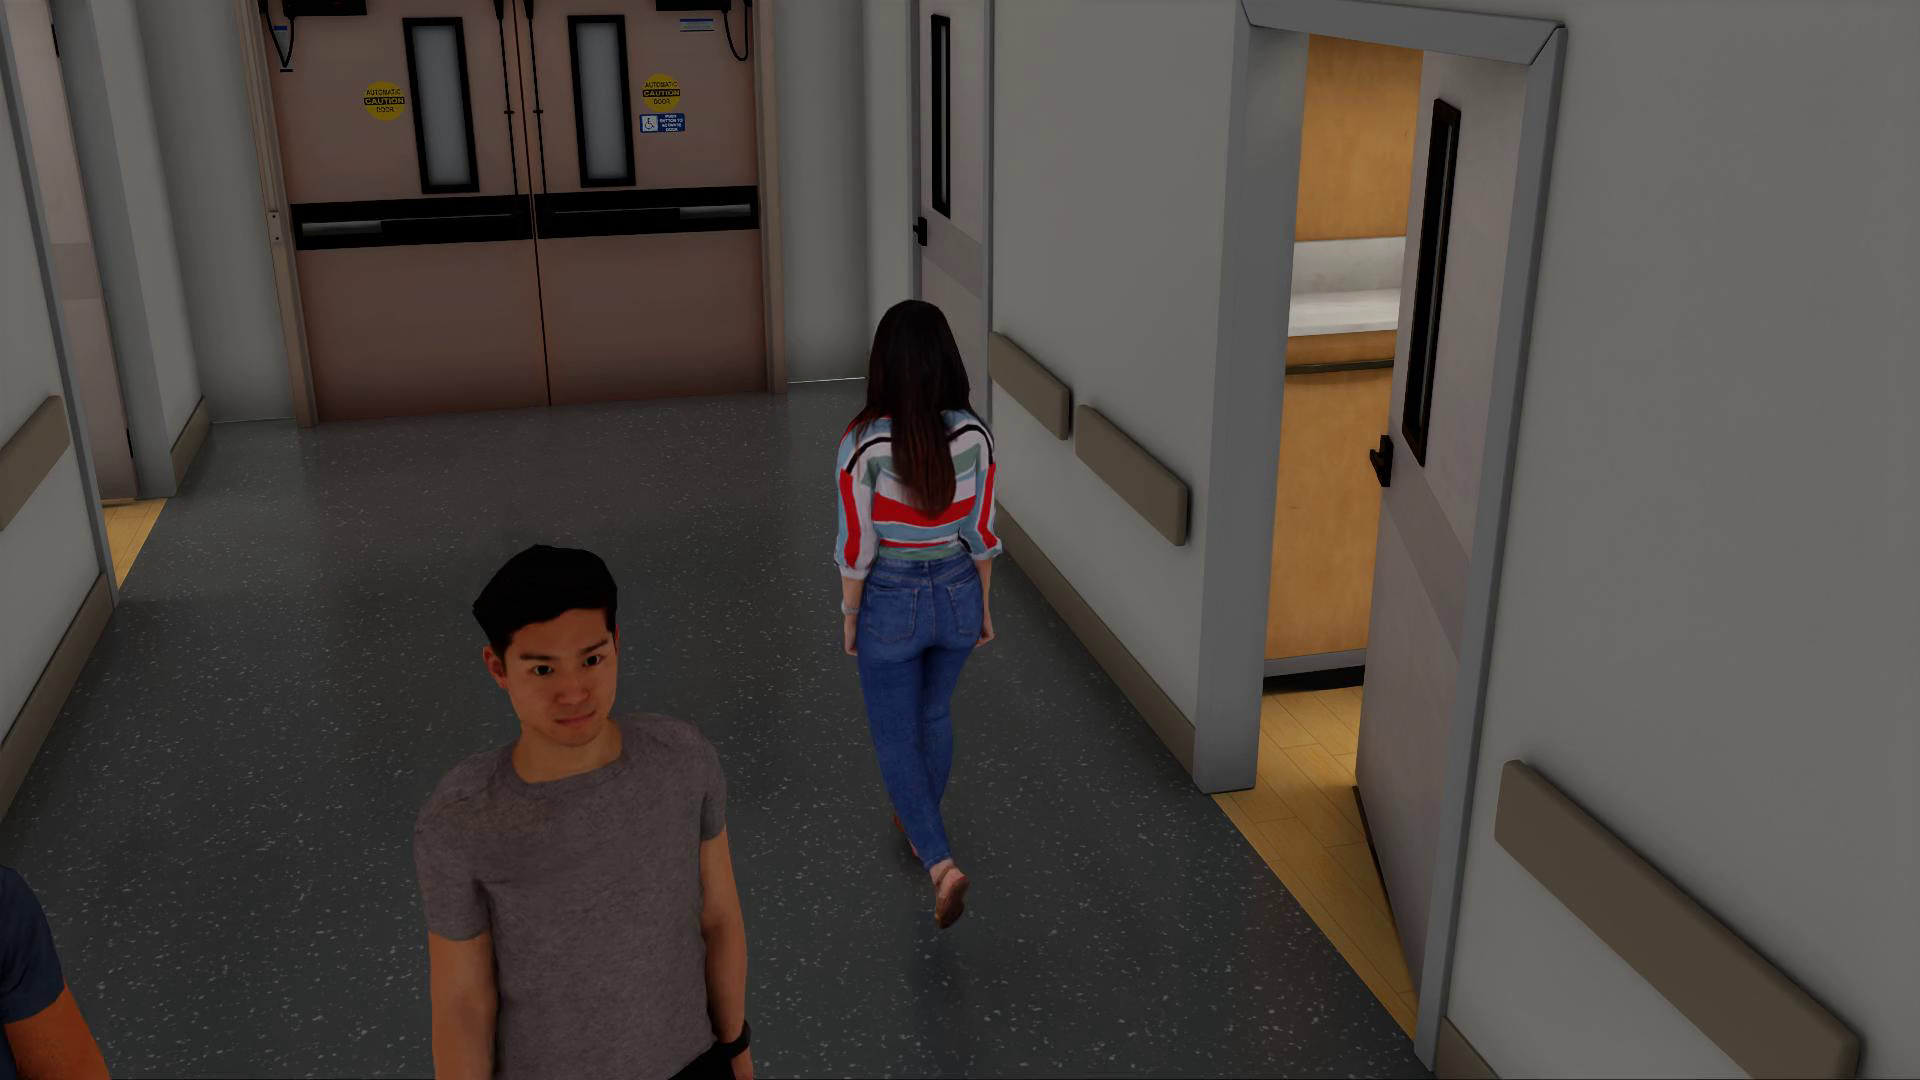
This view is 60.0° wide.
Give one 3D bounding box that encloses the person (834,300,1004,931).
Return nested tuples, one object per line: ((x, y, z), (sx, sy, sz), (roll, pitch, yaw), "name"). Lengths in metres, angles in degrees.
((-0.082, 0.219, 4.214), (0.644, 1.589, 0.985), (-7, 22, -18), "person")

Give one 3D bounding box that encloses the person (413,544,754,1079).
((-0.550, 0.780, 2.562), (0.652, 1.710, 0.641), (-8, 22, -19), "person")
